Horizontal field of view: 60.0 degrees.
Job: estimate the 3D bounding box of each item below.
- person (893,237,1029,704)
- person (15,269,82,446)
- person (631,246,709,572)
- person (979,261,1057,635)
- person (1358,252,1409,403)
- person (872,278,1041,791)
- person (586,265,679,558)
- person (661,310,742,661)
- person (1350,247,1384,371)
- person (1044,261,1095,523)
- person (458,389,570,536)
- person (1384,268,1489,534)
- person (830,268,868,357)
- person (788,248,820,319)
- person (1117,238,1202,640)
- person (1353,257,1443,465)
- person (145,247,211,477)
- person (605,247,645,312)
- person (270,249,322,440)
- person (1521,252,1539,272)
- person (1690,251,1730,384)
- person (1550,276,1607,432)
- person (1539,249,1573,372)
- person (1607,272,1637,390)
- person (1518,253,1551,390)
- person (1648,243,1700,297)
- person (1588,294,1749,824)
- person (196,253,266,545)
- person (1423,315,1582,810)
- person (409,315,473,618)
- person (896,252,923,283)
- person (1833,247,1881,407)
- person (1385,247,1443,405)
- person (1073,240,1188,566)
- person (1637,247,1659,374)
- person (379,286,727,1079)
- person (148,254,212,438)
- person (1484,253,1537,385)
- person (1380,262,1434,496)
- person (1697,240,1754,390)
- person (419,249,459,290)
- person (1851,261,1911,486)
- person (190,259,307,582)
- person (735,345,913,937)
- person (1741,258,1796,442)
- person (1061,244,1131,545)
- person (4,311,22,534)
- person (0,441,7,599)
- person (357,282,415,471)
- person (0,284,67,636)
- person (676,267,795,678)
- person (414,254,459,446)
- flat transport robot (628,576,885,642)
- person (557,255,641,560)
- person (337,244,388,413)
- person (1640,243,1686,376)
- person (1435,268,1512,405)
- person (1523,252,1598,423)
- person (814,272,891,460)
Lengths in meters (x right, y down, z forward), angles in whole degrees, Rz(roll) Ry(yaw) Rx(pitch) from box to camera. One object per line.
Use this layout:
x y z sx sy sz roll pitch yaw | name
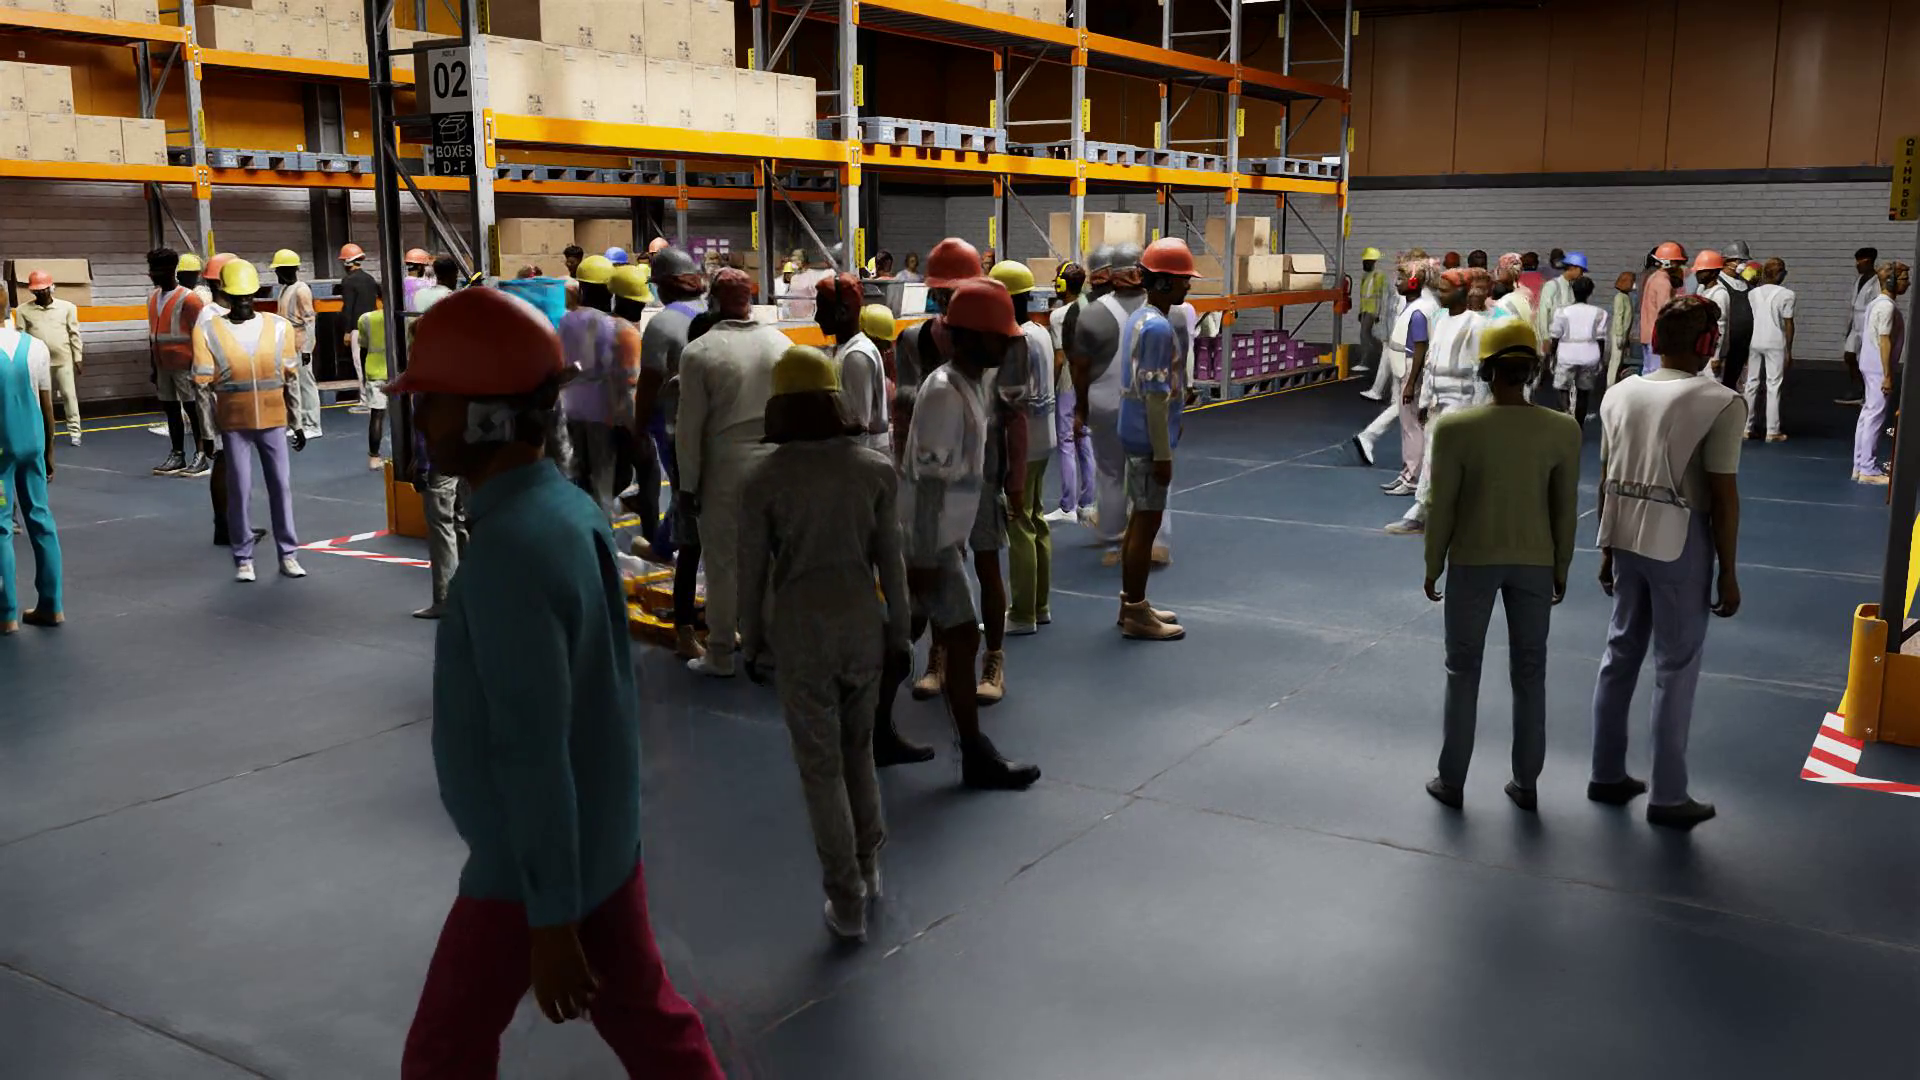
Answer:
-0.010 -0.290 7.273 0.611 2.032 0.411 3 11 17 | person
-8.921 -1.775 16.304 0.574 1.739 0.350 -4 11 -21 | person
-1.667 -0.731 9.681 1.015 2.000 0.690 6 12 31 | person
0.290 -0.467 8.564 0.393 1.918 0.585 3 11 17 | person
5.423 -2.602 20.532 0.975 1.855 0.660 -5 12 -28 | person
-0.063 -0.013 6.183 0.740 1.891 0.551 1 10 4 | person
-2.118 -0.772 10.371 0.791 1.872 0.637 -6 12 -31 | person
-1.208 -0.258 8.028 0.320 1.695 0.534 7 12 35 | person
6.422 -3.575 25.793 0.681 1.911 0.594 -1 10 -7 | person
0.781 -1.053 11.937 0.328 1.874 0.521 9 14 42 | person
-1.968 -0.161 7.369 0.485 1.737 0.320 -3 11 -18 | person
3.452 -0.961 11.526 0.977 1.842 0.592 -2 10 -13 | person
-1.143 -2.186 18.123 0.598 1.908 0.402 -5 11 -24 | person
-2.012 -2.692 20.887 0.635 1.914 0.643 -7 13 -35 | person
1.009 -0.508 8.478 0.409 2.035 0.610 0 10 -1 | person
3.971 -1.550 14.694 0.823 1.876 0.646 -1 10 -5 | person
-6.724 -1.519 14.256 0.614 1.962 0.362 5 11 25 | person
-3.631 -2.147 17.780 0.614 1.946 0.390 6 12 31 | person
-6.768 -1.983 16.935 0.387 1.926 0.591 -9 14 -41 | person
8.530 -3.401 25.020 0.346 1.846 0.506 9 14 42 | person
7.222 -1.828 16.107 0.427 1.924 0.558 1 10 6 | person
6.125 -1.774 16.481 0.540 1.681 0.613 3 11 15 | person
9.040 -3.453 25.218 0.638 1.875 0.995 -2 10 -12 | person
8.229 -2.512 20.674 0.278 1.634 0.498 6 12 31 | person
7.684 -2.954 22.560 0.625 1.840 0.430 3 11 17 | person
8.807 -2.692 20.545 0.699 2.000 0.543 1 10 8 | person
2.447 0.068 5.829 0.387 1.838 0.563 -5 11 -25 | person
-4.866 -0.936 11.113 0.378 1.932 0.551 -3 11 -14 | person
1.914 0.088 5.926 0.525 1.760 0.340 1 10 5 | person
-2.773 -0.398 8.973 0.314 1.632 0.524 2 10 10 | person
-0.779 -3.592 26.101 0.513 1.848 0.353 -8 13 -36 | person
11.059 -2.595 20.278 0.376 1.948 0.695 -1 10 -3 | person
5.165 -2.351 18.945 0.635 1.936 0.355 2 10 12 | person
1.044 -0.840 10.288 0.693 2.000 0.537 1 10 3 | person
10.187 -3.340 24.476 0.391 1.920 0.593 1 10 8 | person
-0.792 0.532 2.954 1.050 1.938 0.645 0 10 0 | person
-7.923 -2.002 17.192 0.968 1.871 0.603 -6 12 -31 | person
5.119 -1.727 15.595 0.406 1.902 0.638 -8 13 -38 | person
3.585 -1.266 13.192 0.389 1.843 0.563 2 10 9 | person
7.812 -2.037 16.920 0.681 2.000 0.535 -6 12 -30 | person
-6.237 -2.469 19.673 0.722 1.913 0.399 -6 12 -28 | person
7.655 -1.377 13.801 0.338 1.845 0.514 3 11 18 | person
-4.206 -0.703 9.883 0.595 1.913 0.399 -7 13 -35 | person
-0.419 0.288 4.906 0.500 1.709 0.589 -4 11 -22 | person
8.122 -1.906 16.732 0.351 1.846 0.507 -8 13 -37 | person
1.041 -0.972 11.017 0.762 2.000 0.617 9 13 40 | person
-6.728 -0.984 11.324 0.610 1.957 0.377 -6 12 -28 | person
-3.782 0.111 6.036 0.577 1.665 0.654 -2 10 -11 | person
-4.991 -1.436 14.557 0.554 1.688 0.350 0 10 0 | person
-4.909 -0.428 8.565 0.344 1.839 0.503 6 12 30 | person
-1.036 -0.308 7.749 0.650 1.897 0.399 -8 13 -39 | person
-4.600 -1.568 14.718 0.624 1.896 0.446 7 13 35 | person
-1.087 0.294 8.908 0.652 0.197 1.431 9 14 42 | flat transport robot
-2.263 -0.799 10.370 0.592 1.925 0.385 10 14 43 | person
-7.076 -2.482 19.574 0.432 1.981 0.632 2 10 11 | person
7.287 -2.086 17.317 0.396 1.992 0.623 1 10 8 | person
3.654 -1.020 11.893 0.562 1.818 0.705 3 11 14 | person
6.534 -2.198 18.224 0.648 1.887 0.798 -7 12 -33 | person
-0.500 -0.284 7.657 0.361 1.878 0.590 -1 10 -7 | person
